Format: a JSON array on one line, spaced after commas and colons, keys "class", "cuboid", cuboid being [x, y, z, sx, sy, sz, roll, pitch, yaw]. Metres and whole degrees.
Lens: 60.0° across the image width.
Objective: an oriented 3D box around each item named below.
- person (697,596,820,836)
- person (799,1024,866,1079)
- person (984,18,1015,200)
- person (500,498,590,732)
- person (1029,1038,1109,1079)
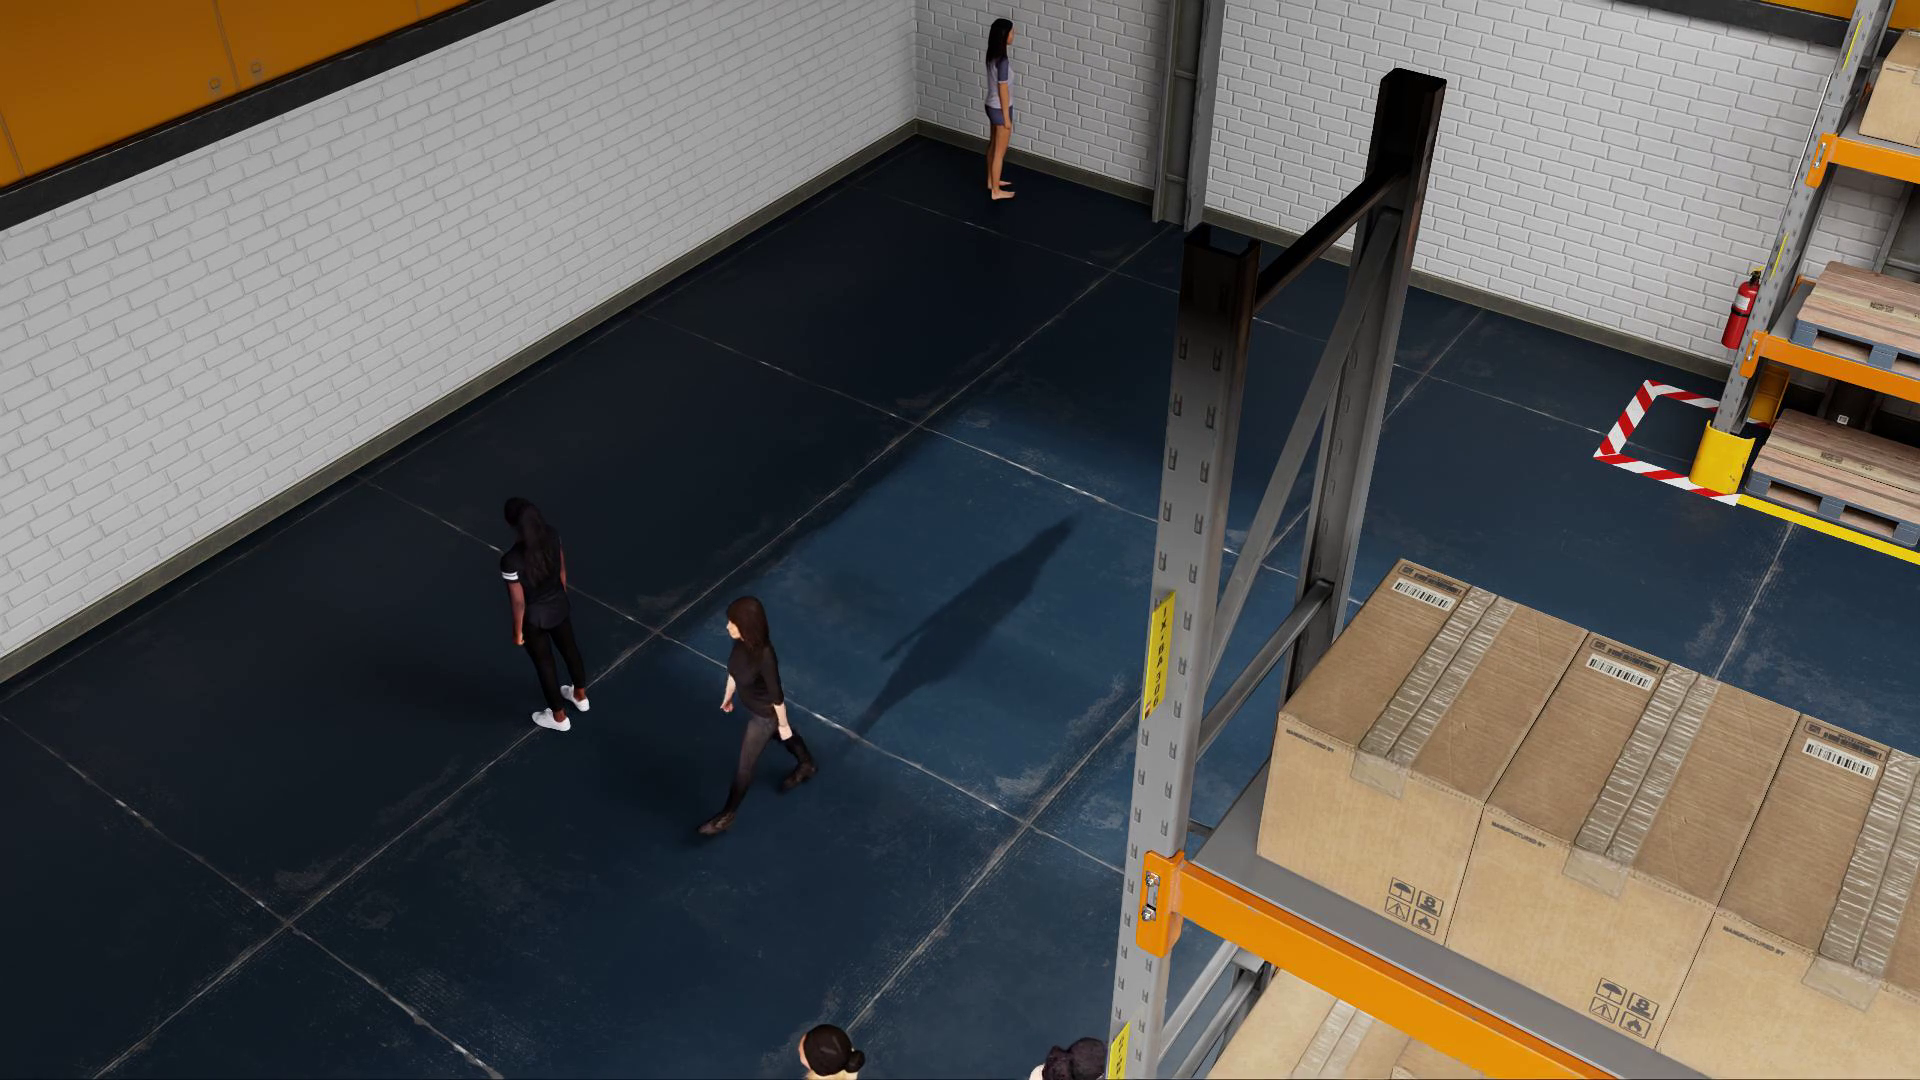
[{"class": "person", "cuboid": [-1.076, 0.939, 9.583, 0.940, 1.592, 1.095, -21, 43, -25]}, {"class": "person", "cuboid": [-0.543, 2.686, 7.348, 0.628, 1.651, 0.623, 10, 40, 13]}, {"class": "person", "cuboid": [0.369, -4.089, 15.765, 0.715, 1.733, 0.641, -9, 39, -11]}, {"class": "person", "cuboid": [-2.530, 0.436, 10.093, 0.562, 1.740, 0.611, 22, 43, 25]}, {"class": "person", "cuboid": [0.346, 2.781, 7.185, 1.160, 1.706, 0.879, 31, 48, 33]}]
